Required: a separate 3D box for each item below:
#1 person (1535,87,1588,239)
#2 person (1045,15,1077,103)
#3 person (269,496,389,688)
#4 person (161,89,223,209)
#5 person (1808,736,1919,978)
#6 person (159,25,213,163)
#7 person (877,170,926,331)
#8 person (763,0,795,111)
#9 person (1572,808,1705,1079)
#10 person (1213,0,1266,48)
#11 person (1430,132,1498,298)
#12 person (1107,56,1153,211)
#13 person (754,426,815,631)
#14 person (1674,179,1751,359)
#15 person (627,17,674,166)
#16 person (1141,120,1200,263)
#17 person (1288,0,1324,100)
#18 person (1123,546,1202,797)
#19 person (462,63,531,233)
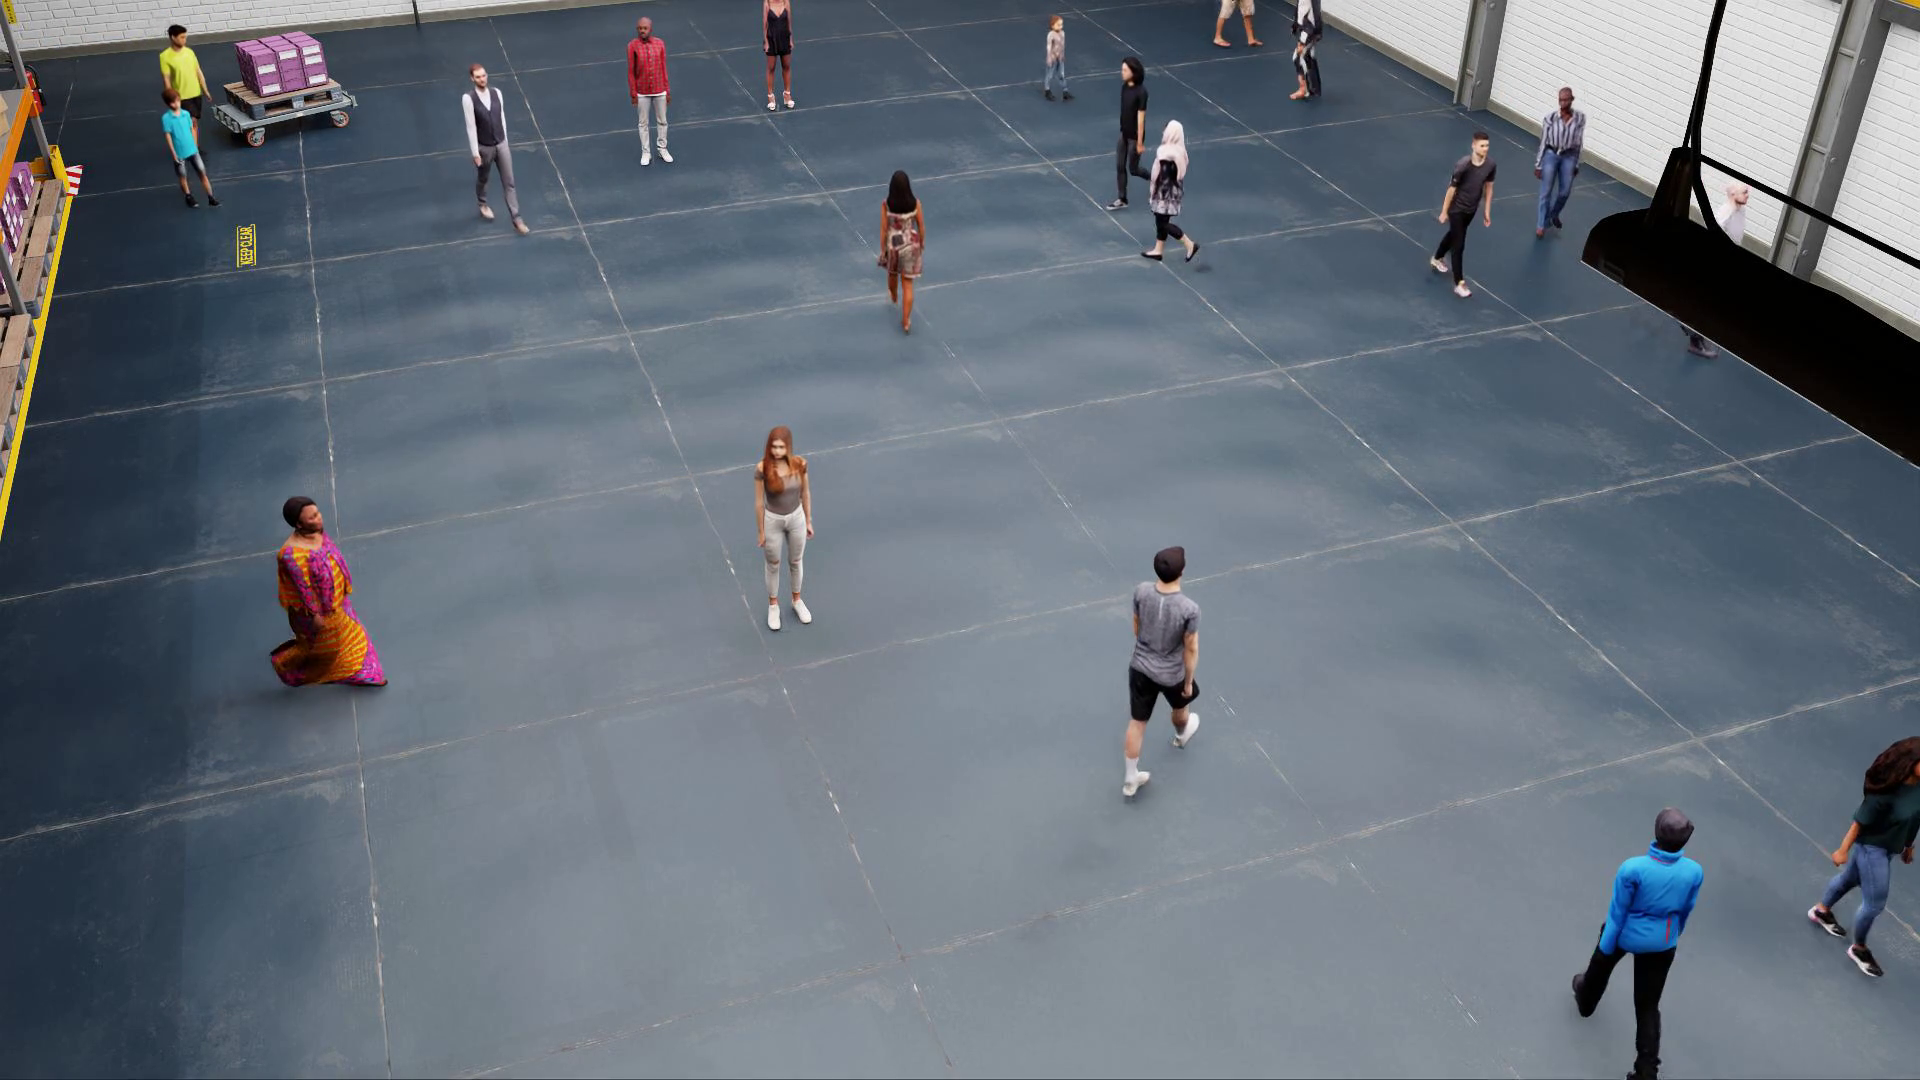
[{"bbox_3d":[6.742,-4.247,18.757,0.823,1.768,0.873,-2,34,-2],"label":"person"},{"bbox_3d":[1.276,-6.636,22.890,0.631,1.172,0.822,-22,39,-29],"label":"person"},{"bbox_3d":[-4.619,0.416,11.848,1.005,1.651,1.091,4,34,6],"label":"person"},{"bbox_3d":[-9.199,-4.616,19.623,0.736,1.425,0.911,-28,43,-35],"label":"person"},{"bbox_3d":[5.375,1.759,9.878,0.659,1.596,0.838,-16,37,-23],"label":"person"},{"bbox_3d":[-9.789,-5.634,20.930,0.906,1.673,0.838,19,38,27],"label":"person"},{"bbox_3d":[-0.583,-2.912,16.899,0.803,1.602,1.151,-5,34,-7],"label":"person"},{"bbox_3d":[-2.456,-6.726,22.469,0.561,1.788,0.531,-10,35,-15],"label":"person"},{"bbox_3d":[3.715,2.248,8.997,0.965,1.755,1.279,2,34,3],"label":"person"},{"bbox_3d":[4.015,-8.260,24.738,1.131,1.831,0.919,29,43,36],"label":"person"},{"bbox_3d":[5.333,-3.532,17.729,0.631,1.716,1.126,-12,35,-17],"label":"person"},{"bbox_3d":[2.088,-4.766,19.501,0.796,1.809,0.920,-18,37,-25],"label":"person"},{"bbox_3d":[-1.334,-0.122,12.593,0.575,1.722,0.513,-10,35,-15],"label":"person"},{"bbox_3d":[7.390,-2.717,16.406,0.847,1.824,0.936,-29,43,-36],"label":"person"},{"bbox_3d":[-3.882,-5.645,20.815,0.650,1.818,0.568,-10,35,-15],"label":"person"},{"bbox_3d":[2.351,-3.775,18.180,1.017,1.622,0.956,15,36,21],"label":"person"},{"bbox_3d":[4.843,-6.955,22.759,0.844,1.850,0.767,-8,34,-11],"label":"person"},{"bbox_3d":[1.264,0.896,10.966,1.196,1.829,1.171,20,39,27],"label":"person"},{"bbox_3d":[-5.441,-4.524,19.060,0.942,1.894,1.328,-24,41,-32],"label":"person"}]
